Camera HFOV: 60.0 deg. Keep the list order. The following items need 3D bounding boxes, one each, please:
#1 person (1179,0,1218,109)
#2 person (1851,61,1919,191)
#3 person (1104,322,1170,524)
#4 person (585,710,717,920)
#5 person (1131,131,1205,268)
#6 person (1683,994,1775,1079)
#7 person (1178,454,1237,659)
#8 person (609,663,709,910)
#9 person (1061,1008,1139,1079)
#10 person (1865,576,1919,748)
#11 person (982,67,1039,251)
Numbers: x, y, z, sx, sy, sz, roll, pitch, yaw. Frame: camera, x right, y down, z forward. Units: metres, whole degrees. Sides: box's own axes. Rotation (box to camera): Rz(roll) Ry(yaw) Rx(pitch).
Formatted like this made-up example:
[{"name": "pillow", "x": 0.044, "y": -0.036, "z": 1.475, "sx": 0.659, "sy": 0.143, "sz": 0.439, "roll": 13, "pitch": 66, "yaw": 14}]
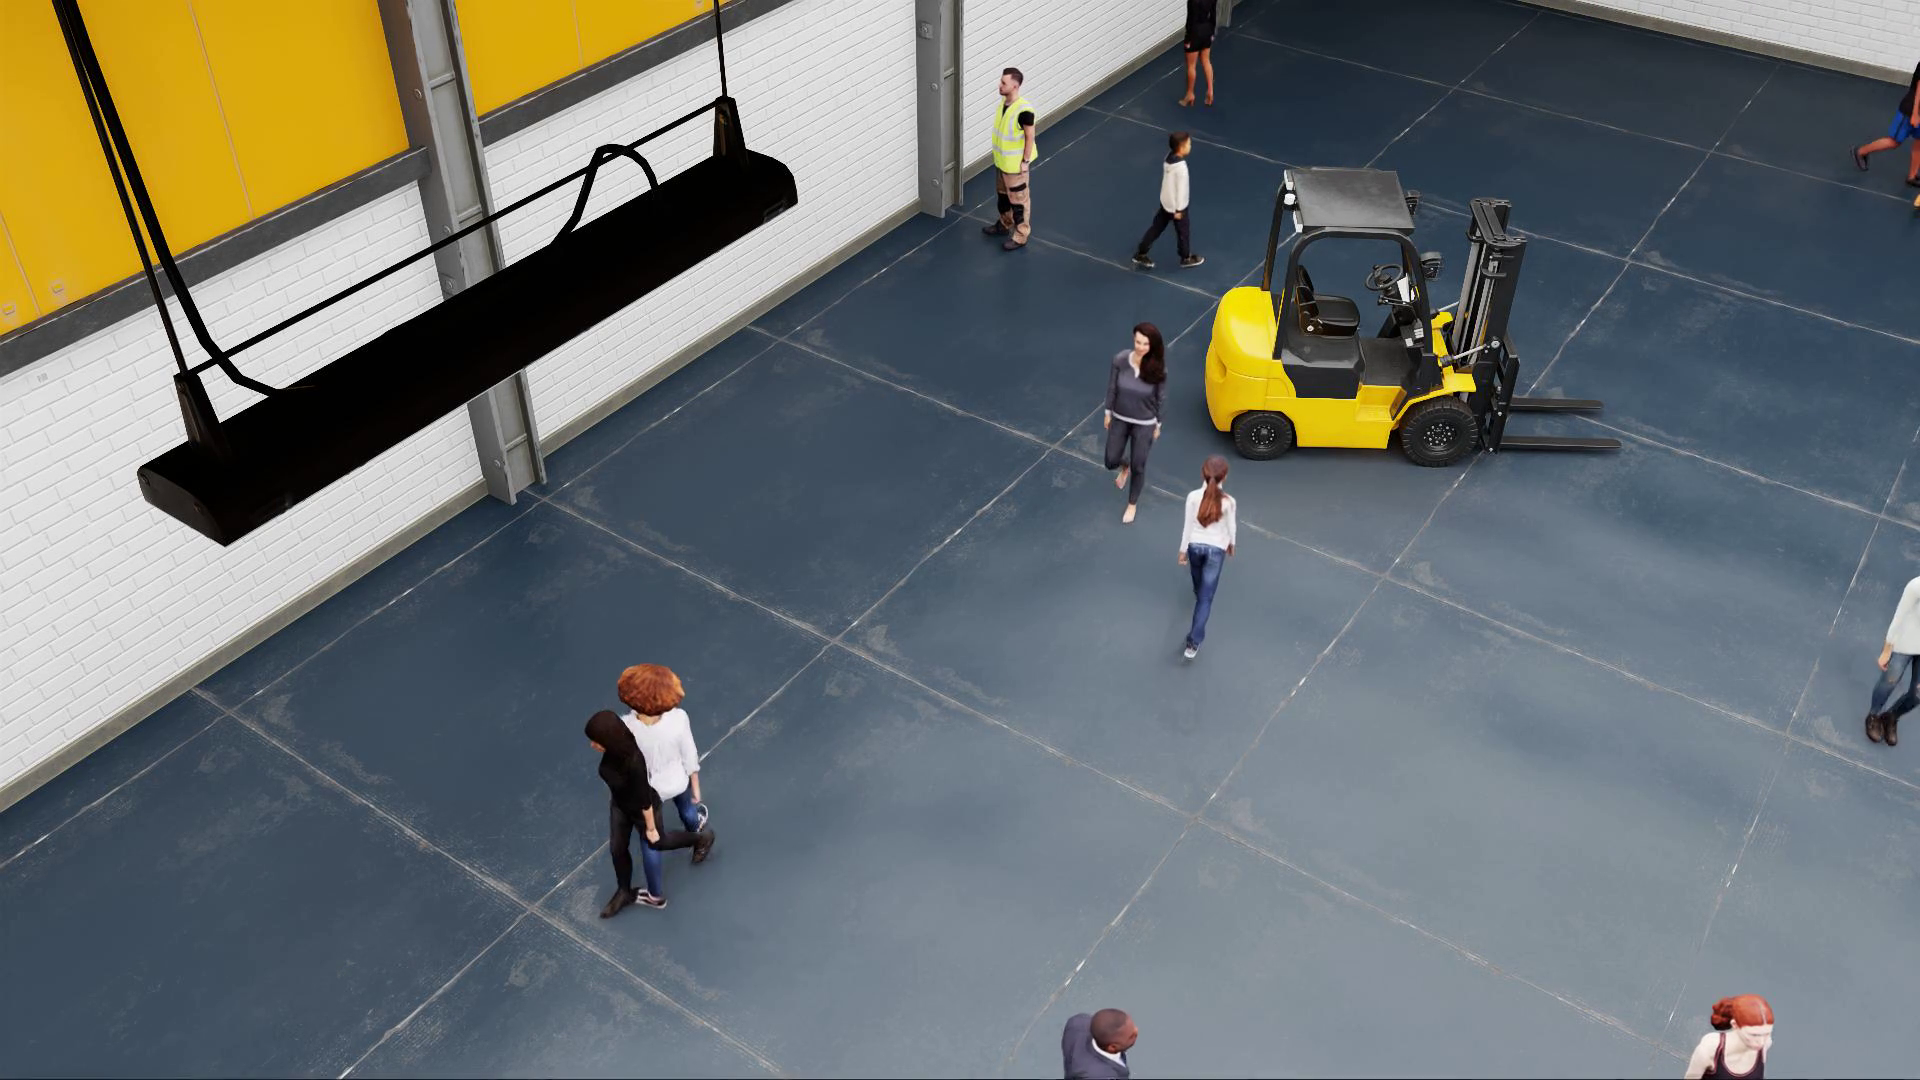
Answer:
[{"name": "person", "x": 2.746, "y": -5.717, "z": 18.954, "sx": 0.631, "sy": 1.642, "sz": 0.708, "roll": -26, "pitch": 45, "yaw": -29}, {"name": "person", "x": 9.918, "y": -4.539, "z": 17.385, "sx": 1.120, "sy": 1.759, "sz": 0.980, "roll": -21, "pitch": 43, "yaw": -24}, {"name": "person", "x": 1.364, "y": -0.980, "z": 12.930, "sx": 0.753, "sy": 1.758, "sz": 0.862, "roll": 11, "pitch": 40, "yaw": 14}, {"name": "person", "x": -1.848, "y": 1.551, "z": 9.887, "sx": 0.715, "sy": 1.599, "sz": 1.087, "roll": 30, "pitch": 47, "yaw": 32}, {"name": "person", "x": 1.989, "y": -3.258, "z": 16.037, "sx": 1.036, "sy": 1.440, "sz": 0.906, "roll": -13, "pitch": 40, "yaw": -15}, {"name": "person", "x": 3.644, "y": 2.821, "z": 8.149, "sx": 0.684, "sy": 1.784, "sz": 0.749, "roll": -9, "pitch": 39, "yaw": -11}, {"name": "person", "x": 1.719, "y": 0.138, "z": 11.733, "sx": 0.740, "sy": 1.505, "sz": 1.187, "roll": 12, "pitch": 40, "yaw": 15}, {"name": "person", "x": -1.781, "y": 1.501, "z": 9.891, "sx": 1.057, "sy": 1.674, "sz": 1.103, "roll": -12, "pitch": 40, "yaw": -14}, {"name": "person", "x": 0.591, "y": 2.850, "z": 8.095, "sx": 1.034, "sy": 1.805, "sz": 0.966, "roll": -8, "pitch": 39, "yaw": -10}, {"name": "person", "x": 6.275, "y": 0.653, "z": 10.985, "sx": 0.671, "sy": 1.633, "sz": 0.703, "roll": 7, "pitch": 39, "yaw": 9}, {"name": "person", "x": 0.508, "y": -3.768, "z": 16.351, "sx": 0.865, "sy": 1.845, "sz": 0.830, "roll": -19, "pitch": 42, "yaw": -22}]
